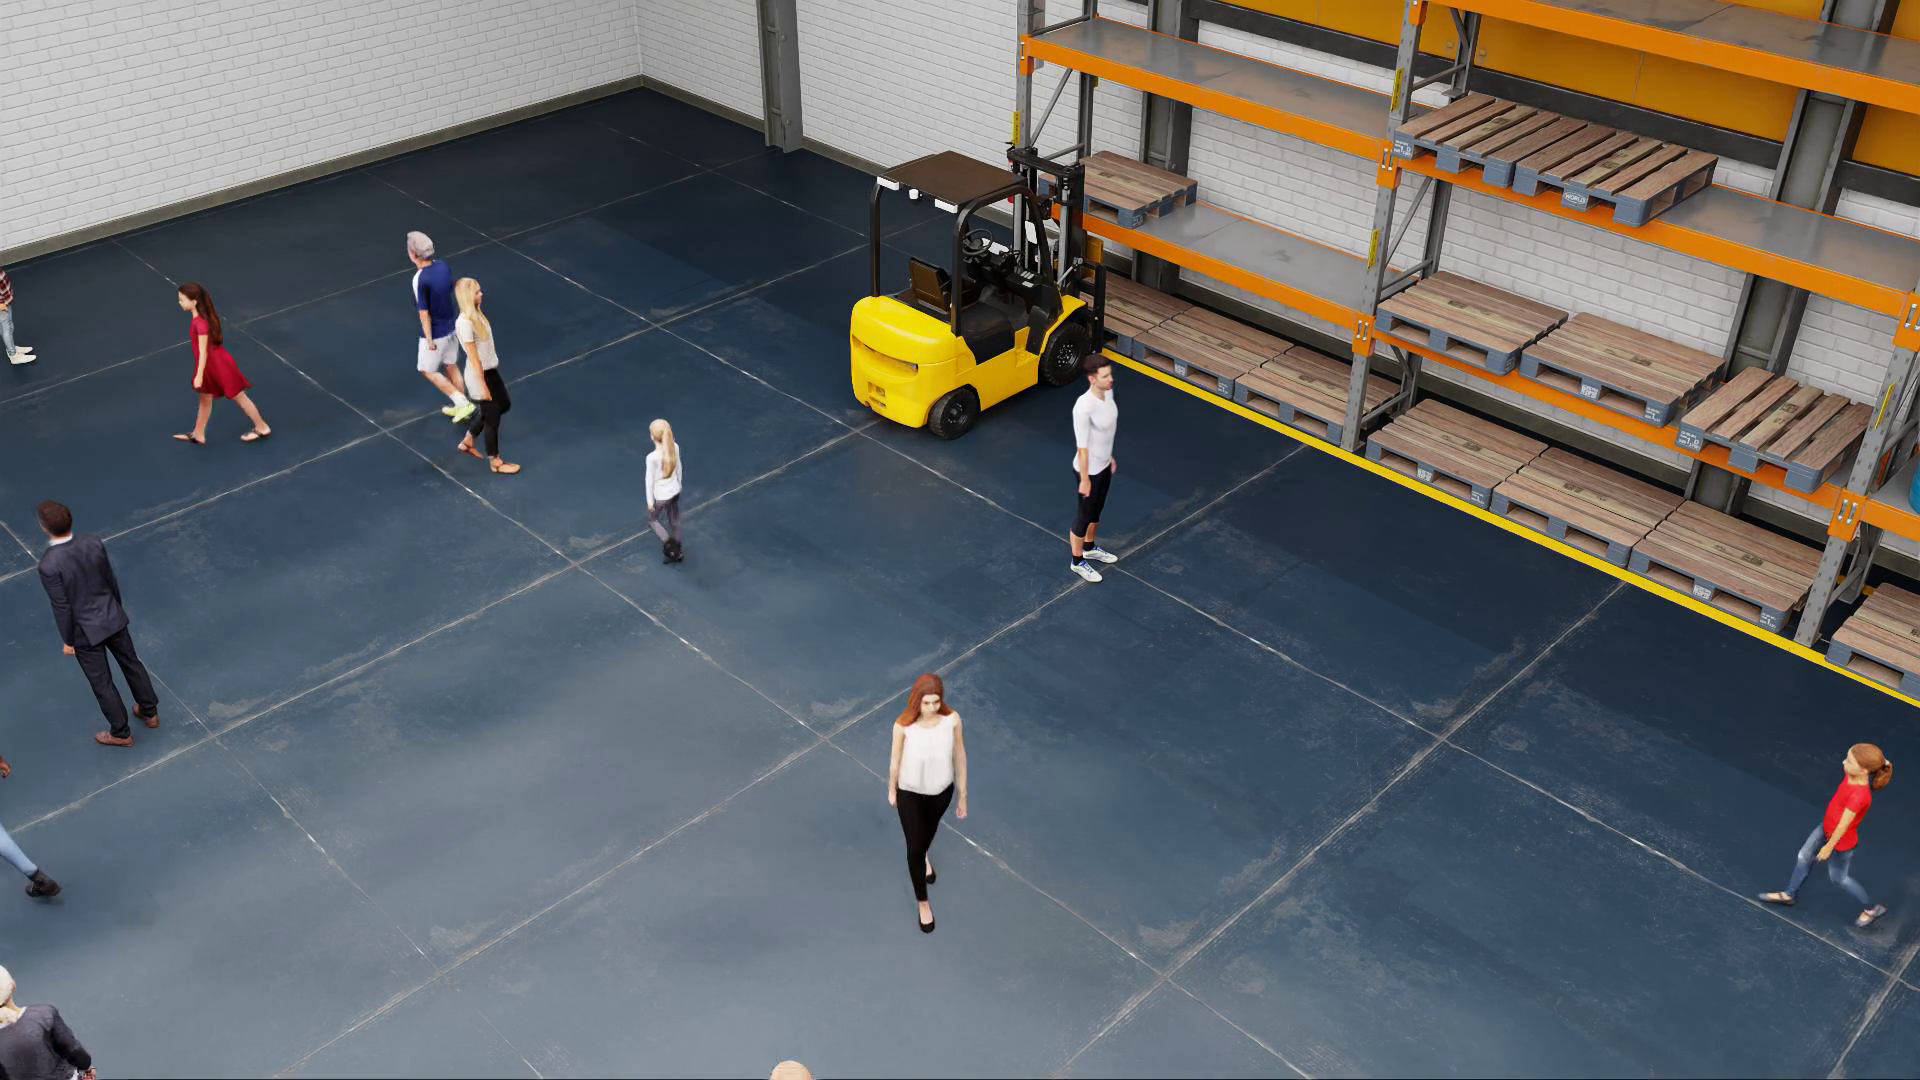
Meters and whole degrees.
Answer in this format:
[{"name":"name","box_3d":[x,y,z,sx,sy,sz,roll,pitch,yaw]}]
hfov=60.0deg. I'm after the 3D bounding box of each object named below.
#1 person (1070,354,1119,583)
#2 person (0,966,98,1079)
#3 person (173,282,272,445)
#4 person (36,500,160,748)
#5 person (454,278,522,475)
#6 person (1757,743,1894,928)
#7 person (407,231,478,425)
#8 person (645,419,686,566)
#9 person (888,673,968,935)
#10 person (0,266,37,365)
[{"name":"person","box_3d":[1.014,-0.581,12.679,0.667,1.851,0.729,17,37,24]},{"name":"person","box_3d":[-4.332,2.699,7.879,0.730,1.703,0.890,-20,39,-27]},{"name":"person","box_3d":[-6.349,-1.507,14.378,0.818,1.513,1.010,-17,37,-23]},{"name":"person","box_3d":[-5.717,0.548,10.967,0.706,1.868,0.708,14,36,20]},{"name":"person","box_3d":[-4.077,-1.346,13.864,0.877,1.814,0.827,-5,34,-8]},{"name":"person","box_3d":[5.191,1.752,9.687,0.943,1.280,0.755,9,35,13]},{"name":"person","box_3d":[-4.493,-1.826,14.576,0.848,1.824,0.783,12,35,17]},{"name":"person","box_3d":[-2.235,-0.339,12.838,0.562,1.272,0.516,25,41,33]},{"name":"person","box_3d":[-0.229,1.403,9.841,0.889,1.689,1.050,-9,35,-13]},{"name":"person","box_3d":[-9.135,-2.310,15.774,0.638,1.305,0.509,-19,38,-26]}]
